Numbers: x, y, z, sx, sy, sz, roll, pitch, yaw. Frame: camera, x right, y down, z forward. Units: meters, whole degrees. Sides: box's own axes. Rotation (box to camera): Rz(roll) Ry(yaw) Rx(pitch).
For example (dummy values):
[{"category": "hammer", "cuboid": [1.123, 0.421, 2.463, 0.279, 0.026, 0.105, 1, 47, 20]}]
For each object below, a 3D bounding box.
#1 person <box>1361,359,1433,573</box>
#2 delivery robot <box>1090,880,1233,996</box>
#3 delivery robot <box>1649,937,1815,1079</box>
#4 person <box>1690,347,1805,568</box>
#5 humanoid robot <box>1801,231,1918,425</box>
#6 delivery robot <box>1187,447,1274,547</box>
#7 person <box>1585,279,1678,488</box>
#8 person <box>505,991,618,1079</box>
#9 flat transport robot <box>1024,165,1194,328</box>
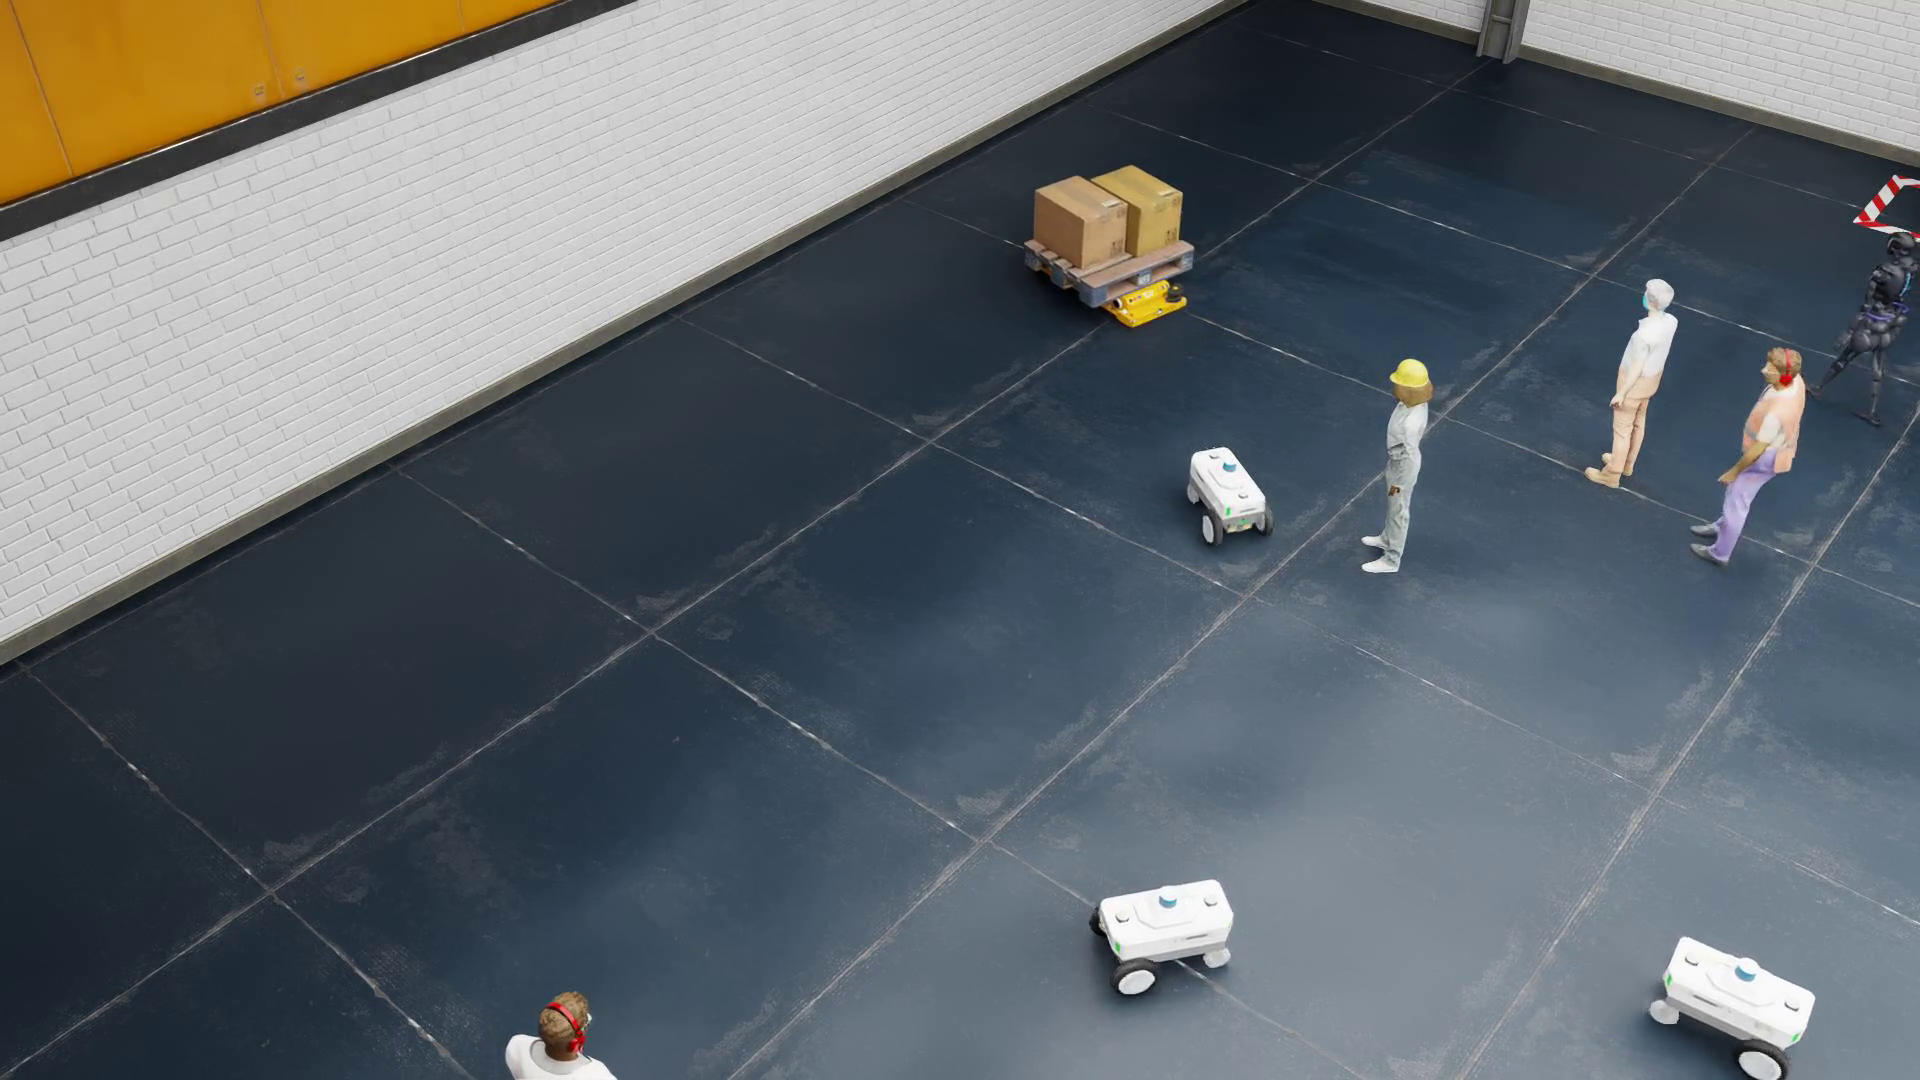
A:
[{"category": "person", "cuboid": [3.089, -0.521, 11.763, 0.317, 1.736, 0.486, 8, 40, 10]}, {"category": "delivery robot", "cuboid": [1.152, 2.175, 9.353, 0.777, 0.587, 0.499, -8, 40, -10]}, {"category": "delivery robot", "cuboid": [4.189, 2.497, 8.974, 0.815, 0.612, 0.499, 23, 44, 26]}, {"category": "person", "cuboid": [5.633, -0.580, 11.763, 0.469, 1.828, 0.585, 19, 43, 22]}, {"category": "humanoid robot", "cuboid": [7.324, -1.740, 13.341, 0.600, 1.629, 0.733, -19, 43, -22]}, {"category": "delivery robot", "cuboid": [2.006, -0.355, 12.489, 0.499, 0.581, 0.768, -11, 40, -13]}, {"category": "person", "cuboid": [5.115, -1.182, 12.576, 0.488, 1.743, 0.304, -30, 48, -32]}, {"category": "person", "cuboid": [-1.745, 2.737, 7.645, 0.568, 1.832, 0.403, 15, 41, 18]}, {"category": "flat transport robot", "cuboid": [1.361, -2.416, 15.286, 0.659, 0.231, 1.431, -25, 45, -27]}]
